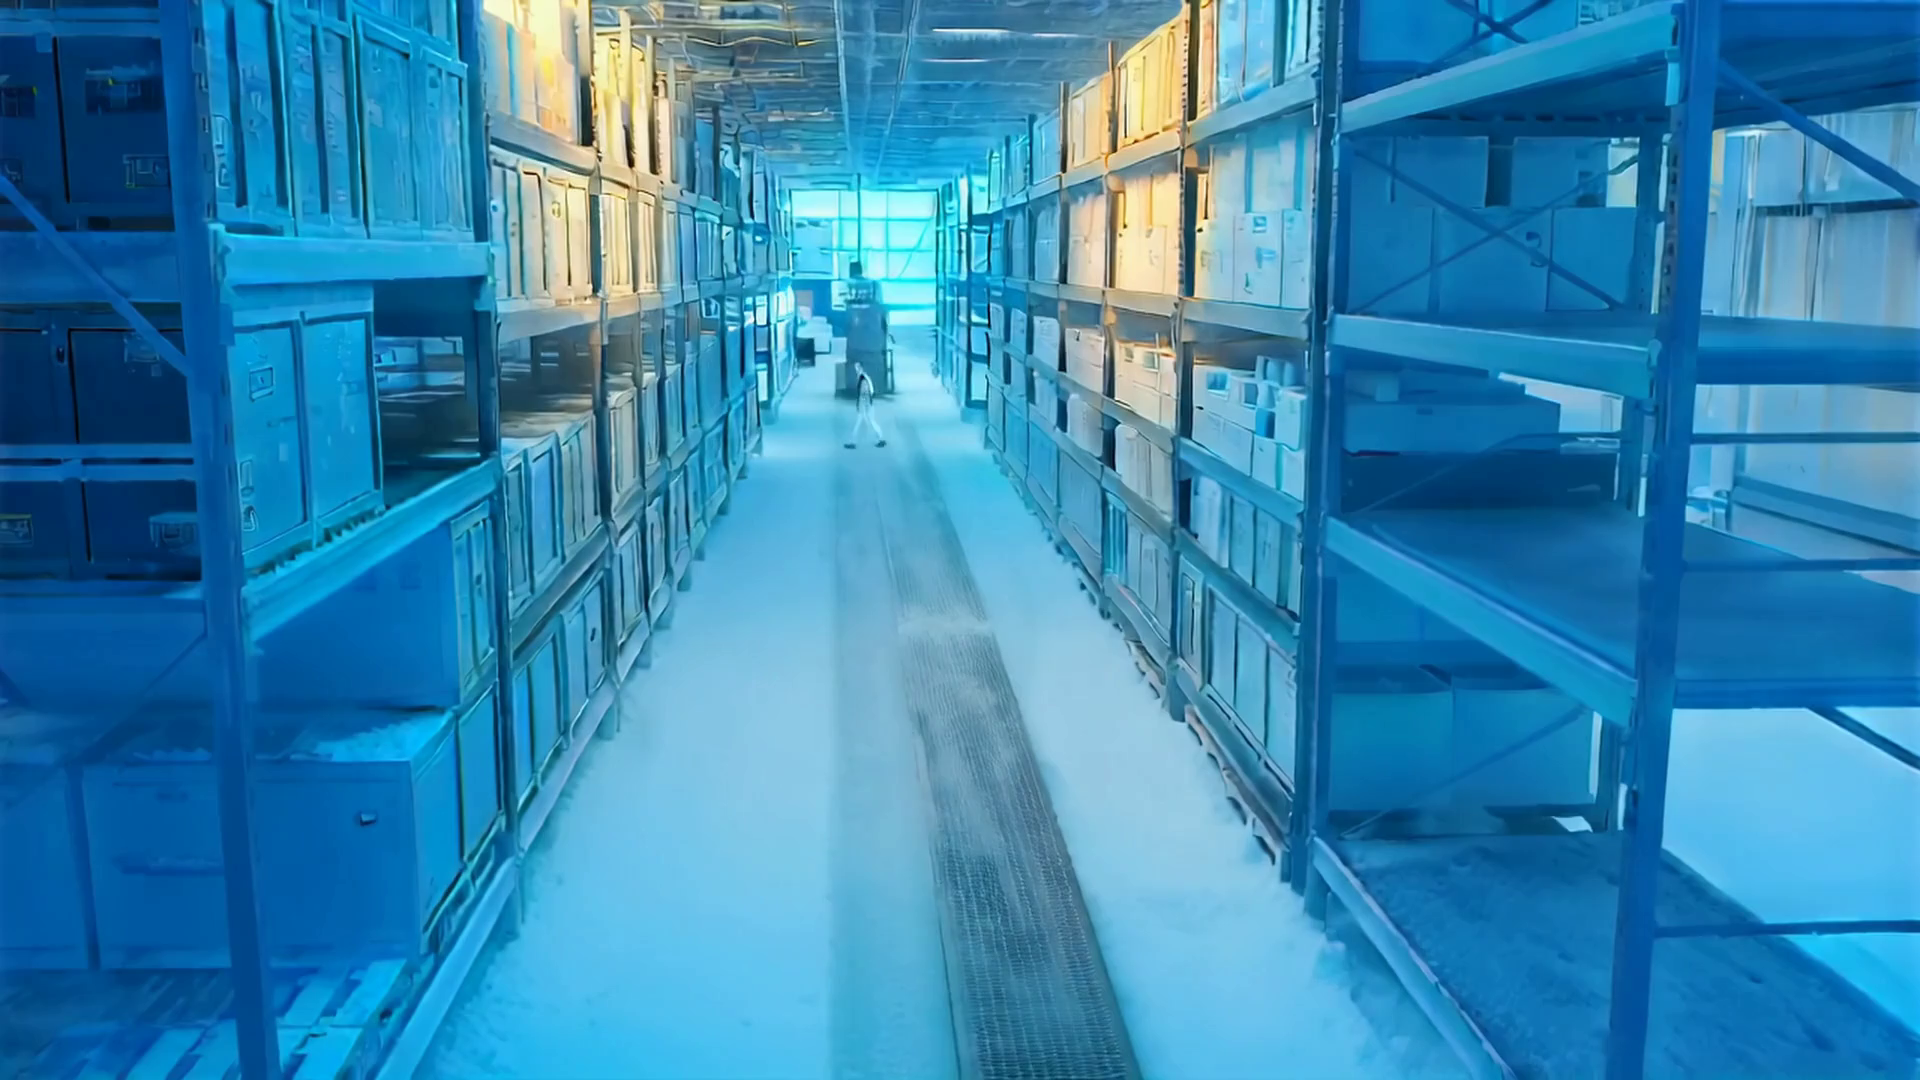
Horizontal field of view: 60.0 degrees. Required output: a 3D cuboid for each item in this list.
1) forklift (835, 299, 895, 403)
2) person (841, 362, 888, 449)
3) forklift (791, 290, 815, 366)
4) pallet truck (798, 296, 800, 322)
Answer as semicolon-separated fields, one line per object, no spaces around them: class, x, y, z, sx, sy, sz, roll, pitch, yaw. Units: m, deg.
forklift;-2.657;-5.214;45.616;1.129;2.768;1.873;-4;10;-24
person;-1.945;-2.781;34.295;0.958;1.805;0.587;-1;10;-8
forklift;-6.248;-7.658;60.214;1.129;2.768;1.873;7;12;35
pallet truck;-8.622;-12.439;91.403;1.885;1.965;0.823;2;10;13
